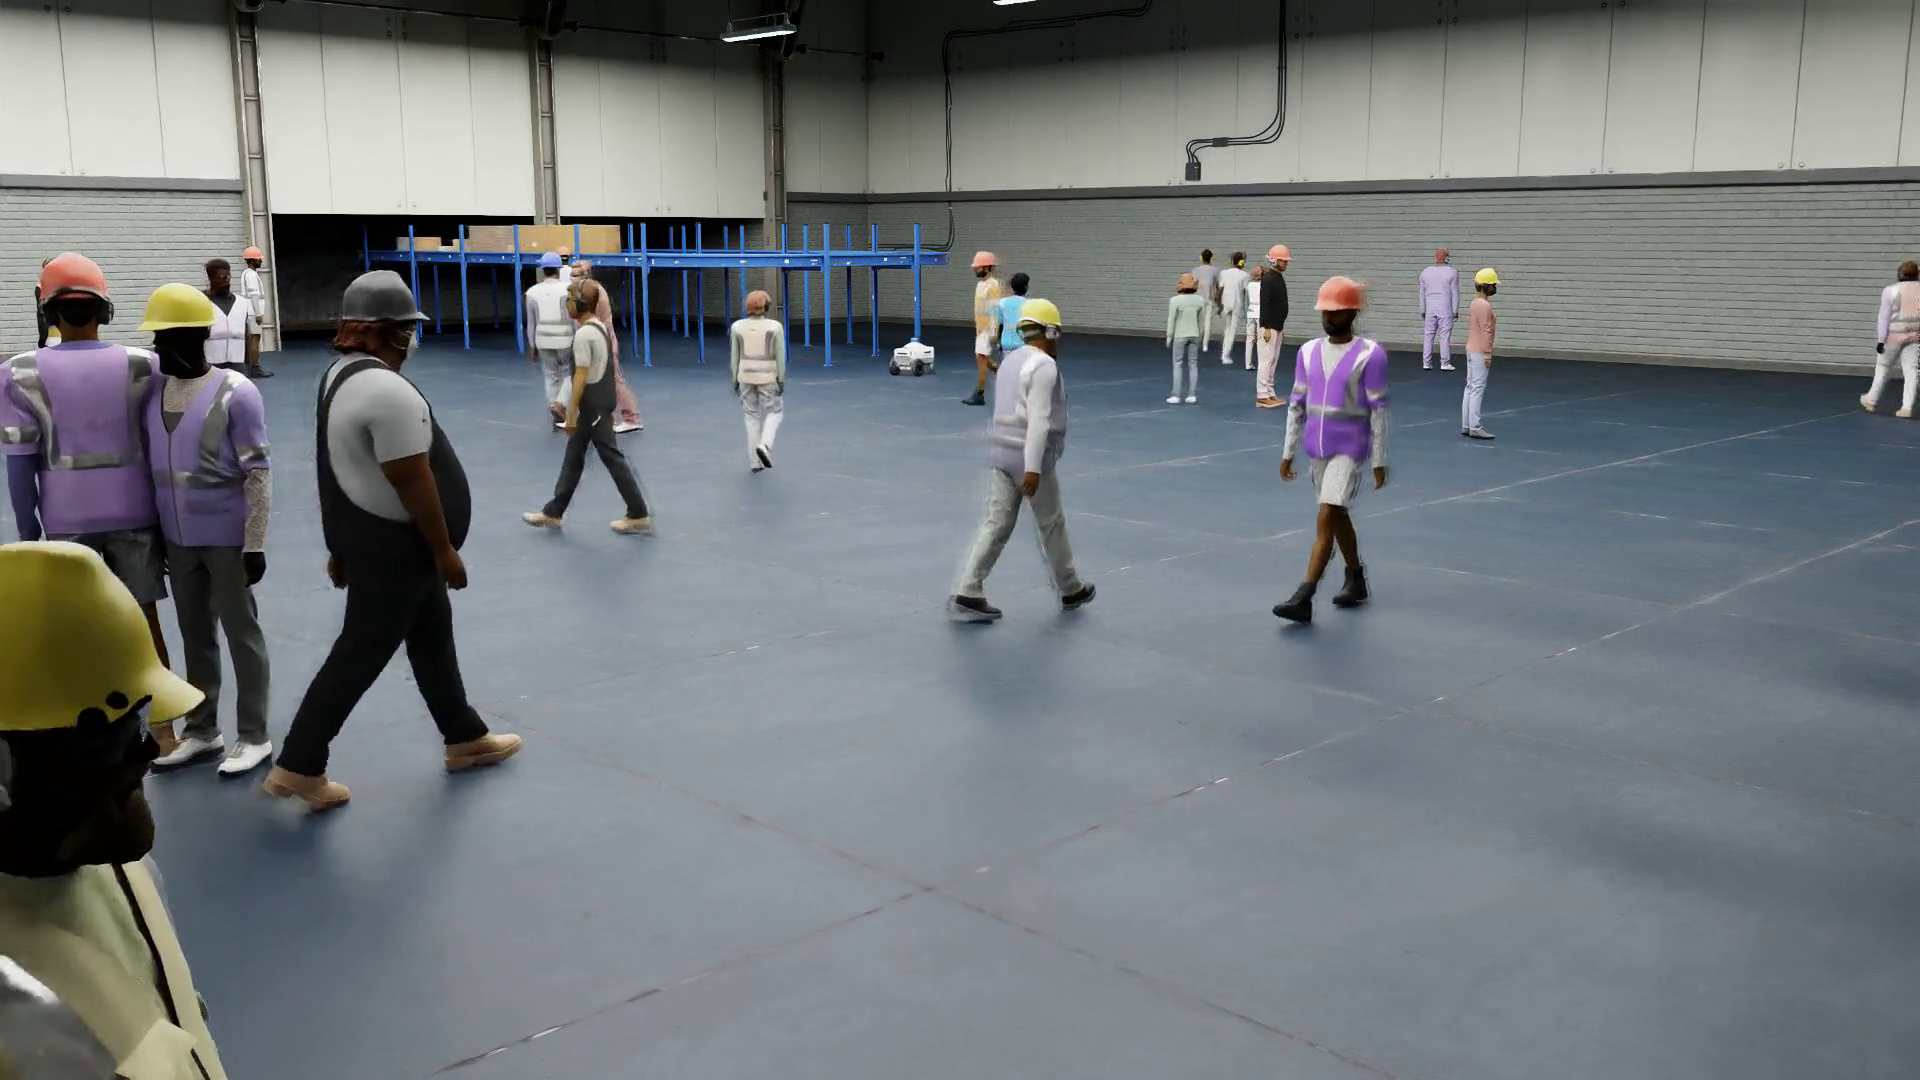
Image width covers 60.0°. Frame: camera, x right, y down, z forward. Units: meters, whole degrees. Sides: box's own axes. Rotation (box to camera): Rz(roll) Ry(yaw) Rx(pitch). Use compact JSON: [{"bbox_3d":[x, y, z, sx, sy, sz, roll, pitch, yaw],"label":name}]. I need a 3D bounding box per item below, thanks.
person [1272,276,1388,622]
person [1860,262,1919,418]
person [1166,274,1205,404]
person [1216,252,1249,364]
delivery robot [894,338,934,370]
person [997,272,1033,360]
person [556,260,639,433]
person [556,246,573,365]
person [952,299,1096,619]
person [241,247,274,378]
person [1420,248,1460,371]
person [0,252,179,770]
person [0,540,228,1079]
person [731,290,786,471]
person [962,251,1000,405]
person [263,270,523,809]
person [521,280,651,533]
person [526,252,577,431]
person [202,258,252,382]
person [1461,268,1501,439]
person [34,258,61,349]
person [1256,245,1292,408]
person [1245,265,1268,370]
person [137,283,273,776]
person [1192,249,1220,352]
[{"bbox_3d":[2.063,-0.513,9.260,0.981,1.884,0.564,-10,14,-43],"label":"person"},{"bbox_3d":[11.059,-2.364,19.586,0.659,1.794,0.943,1,10,4],"label":"person"},{"bbox_3d":[2.847,-2.543,21.037,0.501,1.626,0.290,-4,11,-20],"label":"person"},{"bbox_3d":[4.558,-3.842,27.551,0.550,1.833,0.656,8,13,37],"label":"person"},{"bbox_3d":[-0.698,-2.839,25.426,0.477,0.478,0.707,6,12,30],"label":"delivery robot"},{"bbox_3d":[0.687,-2.267,19.358,0.545,1.680,0.375,7,12,33],"label":"person"},{"bbox_3d":[-3.909,-2.049,17.760,0.968,1.835,0.656,-3,11,-15],"label":"person"},{"bbox_3d":[-6.467,-3.841,27.270,0.543,1.933,0.364,-4,11,-22],"label":"person"},{"bbox_3d":[0.369,-0.444,9.226,0.923,1.763,0.637,-5,12,-27],"label":"person"},{"bbox_3d":[-10.561,-3.417,24.940,0.366,1.939,0.542,-6,12,-30],"label":"person"},{"bbox_3d":[7.539,-3.616,26.112,0.641,1.908,0.407,8,13,39],"label":"person"},{"bbox_3d":[-3.368,-0.088,6.499,0.608,2.045,0.369,-6,12,-31],"label":"person"},{"bbox_3d":[-0.896,0.880,1.888,0.883,1.787,0.609,-3,11,-14],"label":"person"},{"bbox_3d":[-1.809,-1.413,14.875,0.519,1.628,0.413,2,11,11],"label":"person"},{"bbox_3d":[0.402,-2.665,20.936,0.745,1.914,0.550,-4,11,-20],"label":"person"},{"bbox_3d":[-2.201,-0.024,6.274,1.017,2.000,0.683,-6,12,-31],"label":"person"},{"bbox_3d":[-2.660,-0.940,11.836,0.955,1.794,0.527,0,10,0],"label":"person"},{"bbox_3d":[-4.377,-2.138,17.971,0.636,1.932,0.487,2,11,9],"label":"person"},{"bbox_3d":[-6.517,-1.532,14.740,0.474,1.913,0.601,7,13,35],"label":"person"},{"bbox_3d":[5.470,-1.955,17.438,0.309,1.769,0.524,0,10,1],"label":"person"},{"bbox_3d":[-10.827,-2.464,20.007,0.429,1.842,0.629,4,11,21],"label":"person"},{"bbox_3d":[3.902,-2.652,20.618,0.400,1.989,0.623,5,12,27],"label":"person"},{"bbox_3d":[4.671,-3.473,26.062,0.308,1.641,0.514,-9,14,-41],"label":"person"},{"bbox_3d":[-2.970,-0.036,6.534,0.589,1.928,0.386,4,11,21],"label":"person"},{"bbox_3d":[4.519,-4.394,30.521,0.504,1.844,0.729,2,11,11],"label":"person"}]
